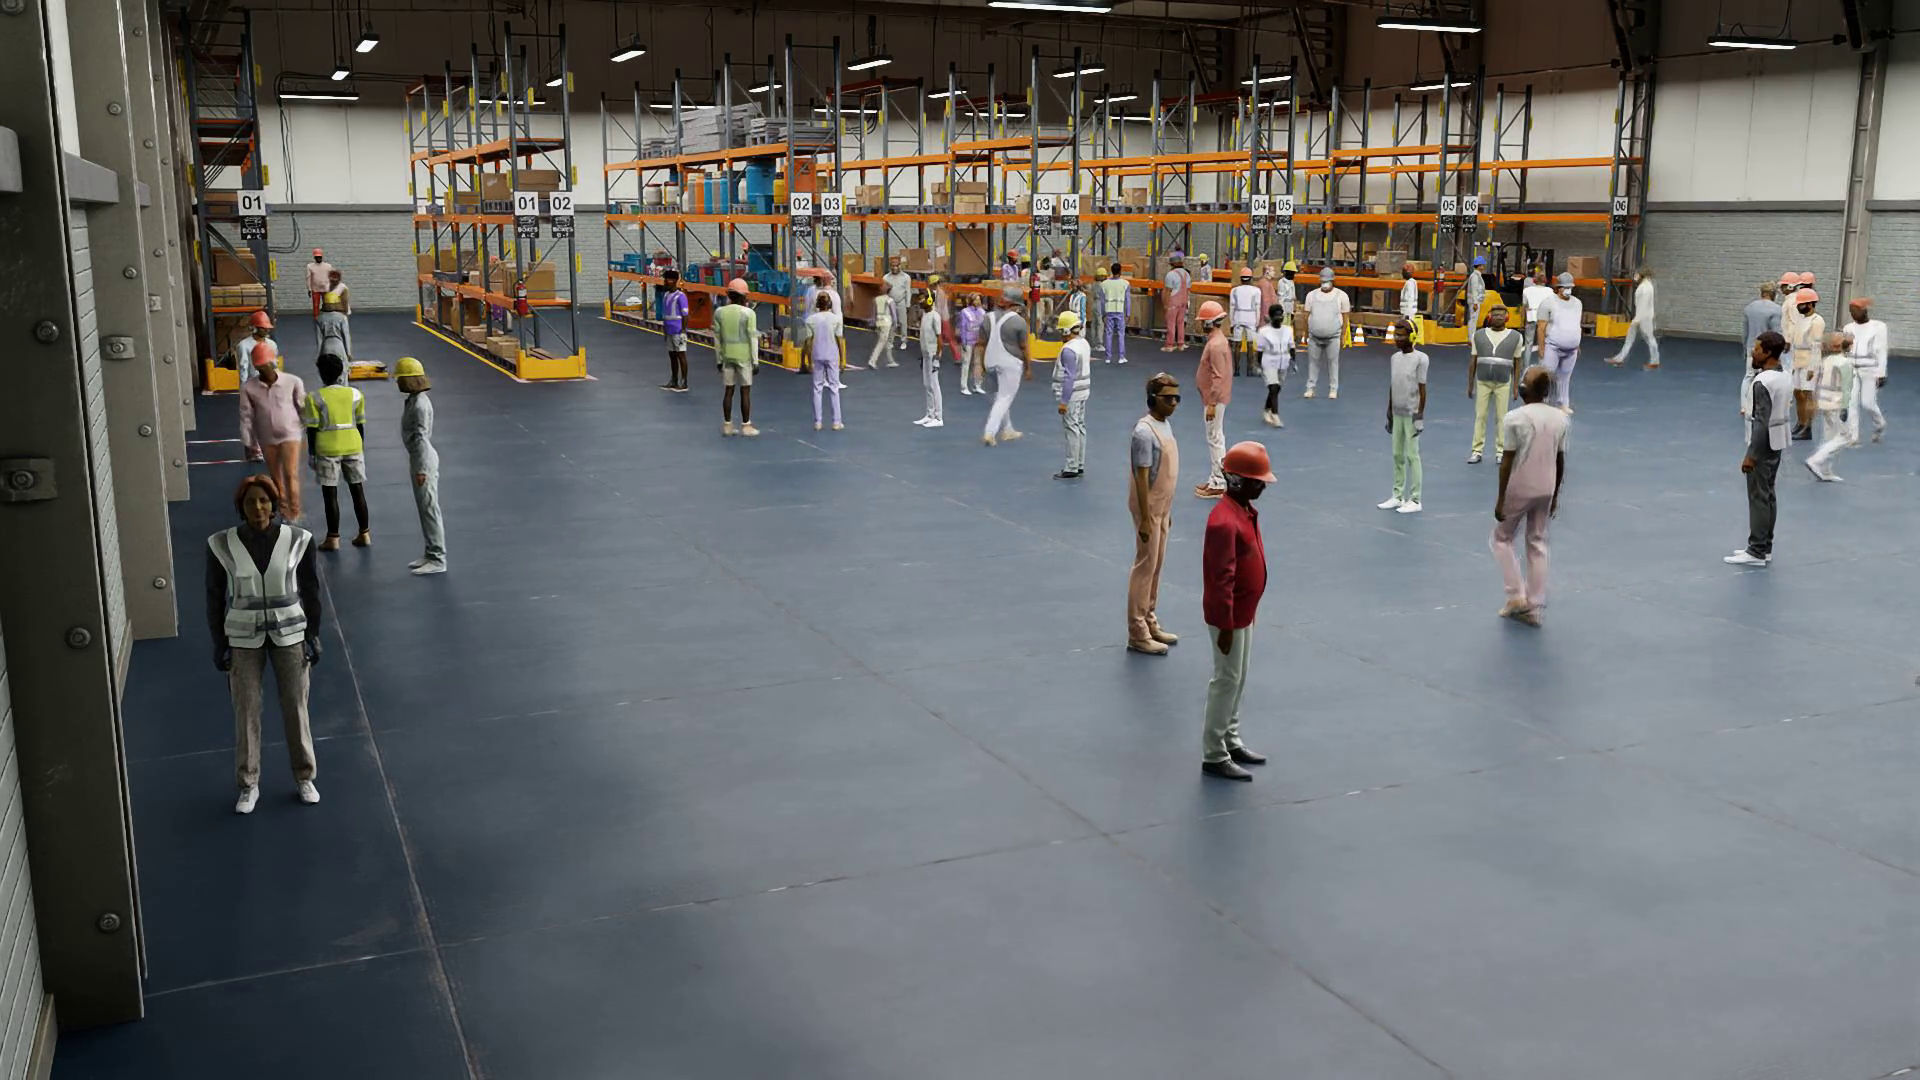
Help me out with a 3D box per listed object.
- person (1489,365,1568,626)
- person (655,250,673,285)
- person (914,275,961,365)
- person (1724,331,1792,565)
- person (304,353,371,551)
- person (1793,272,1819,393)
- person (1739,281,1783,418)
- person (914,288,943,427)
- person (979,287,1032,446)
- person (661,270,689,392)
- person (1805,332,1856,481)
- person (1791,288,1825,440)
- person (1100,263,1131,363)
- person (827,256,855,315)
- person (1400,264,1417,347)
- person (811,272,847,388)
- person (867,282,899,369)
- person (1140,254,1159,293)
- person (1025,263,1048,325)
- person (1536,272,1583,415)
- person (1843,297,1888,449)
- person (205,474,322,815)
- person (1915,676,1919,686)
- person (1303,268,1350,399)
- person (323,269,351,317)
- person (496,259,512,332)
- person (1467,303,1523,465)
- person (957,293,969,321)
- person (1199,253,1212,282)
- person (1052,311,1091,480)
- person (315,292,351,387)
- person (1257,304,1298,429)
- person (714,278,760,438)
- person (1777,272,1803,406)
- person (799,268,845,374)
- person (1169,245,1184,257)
[{"bbox_3d":[3.970,-0.306,11.623,0.537,1.827,0.425,-3,11,-13],"label":"person"},{"bbox_3d":[-8.453,-7.323,47.320,0.609,1.831,0.999,-6,13,-27],"label":"person"},{"bbox_3d":[-0.401,-4.177,31.641,0.934,1.685,0.585,0,11,2],"label":"person"},{"bbox_3d":[6.594,-0.749,13.646,0.392,1.922,0.591,9,14,38],"label":"person"},{"bbox_3d":[-5.333,-0.752,14.255,0.322,1.691,0.534,10,15,42],"label":"person"},{"bbox_3d":[13.488,-3.309,26.640,0.374,1.934,0.566,-1,11,-7],"label":"person"},{"bbox_3d":[11.199,-2.645,23.234,0.354,1.936,0.635,-4,12,-19],"label":"person"},{"bbox_3d":[-0.421,-2.457,22.473,0.333,1.863,0.530,-5,12,-23],"label":"person"},{"bbox_3d":[0.536,-2.211,20.768,0.698,2.000,0.943,10,15,43],"label":"person"},{"bbox_3d":[-4.618,-3.390,26.947,0.372,1.966,0.608,-9,14,-38],"label":"person"},{"bbox_3d":[9.328,-1.410,17.751,0.398,1.621,0.531,1,11,5],"label":"person"},{"bbox_3d":[10.740,-2.233,21.192,0.389,1.923,0.549,1,11,3],"label":"person"},{"bbox_3d":[2.996,-4.371,32.056,0.593,1.919,0.392,3,12,15],"label":"person"},{"bbox_3d":[-2.614,-5.203,36.155,0.649,1.955,0.877,-5,12,-25],"label":"person"},{"bbox_3d":[8.781,-4.457,32.584,0.337,1.882,0.583,3,12,15],"label":"person"},{"bbox_3d":[-2.146,-3.448,27.396,0.651,1.908,0.409,10,15,42],"label":"person"},{"bbox_3d":[-1.436,-3.968,30.821,0.804,1.602,0.544,-10,15,-42],"label":"person"},{"bbox_3d":[4.900,-6.493,42.952,0.514,1.877,0.328,3,11,13],"label":"person"},{"bbox_3d":[1.792,-5.686,39.227,0.595,1.724,0.417,-2,11,-8],"label":"person"},{"bbox_3d":[8.589,-2.793,23.726,0.688,2.000,0.536,-3,11,-13],"label":"person"},{"bbox_3d":[11.146,-2.058,20.459,0.684,1.856,0.629,-6,13,-29],"label":"person"},{"bbox_3d":[-3.350,0.493,8.040,0.514,1.645,0.309,-5,12,-24],"label":"person"},{"bbox_3d":[6.175,0.036,9.690,0.846,1.914,0.641,9,14,39],"label":"person"},{"bbox_3d":[5.669,-3.215,25.872,0.690,2.000,0.538,5,12,22],"label":"person"},{"bbox_3d":[-12.099,-4.326,32.137,0.642,1.804,0.595,9,14,37],"label":"person"},{"bbox_3d":[-11.124,-5.955,40.576,0.429,1.740,0.591,0,11,-2],"label":"person"},{"bbox_3d":[6.131,-1.787,19.099,0.571,1.849,0.382,5,12,24],"label":"person"},{"bbox_3d":[0.156,-6.825,44.258,0.606,2.032,0.411,9,15,40],"label":"person"},{"bbox_3d":[6.305,-6.504,43.122,0.403,1.828,0.594,-4,12,-18],"label":"person"},{"bbox_3d":[1.196,-1.555,17.994,0.403,1.822,0.588,4,12,21],"label":"person"},{"bbox_3d":[-9.044,-2.708,24.055,0.487,1.744,0.296,0,11,-2],"label":"person"},{"bbox_3d":[4.253,-2.371,22.548,0.528,1.660,0.843,-3,12,-17],"label":"person"},{"bbox_3d":[-2.854,-2.343,21.440,0.615,2.038,0.396,5,12,23],"label":"person"},{"bbox_3d":[12.361,-2.995,24.865,0.391,1.995,0.613,5,12,23],"label":"person"},{"bbox_3d":[-2.505,-3.922,29.831,0.943,1.886,0.546,-5,12,-26],"label":"person"},{"bbox_3d":[7.356,-9.073,56.283,0.633,1.799,0.954,1,11,4],"label":"person"}]
